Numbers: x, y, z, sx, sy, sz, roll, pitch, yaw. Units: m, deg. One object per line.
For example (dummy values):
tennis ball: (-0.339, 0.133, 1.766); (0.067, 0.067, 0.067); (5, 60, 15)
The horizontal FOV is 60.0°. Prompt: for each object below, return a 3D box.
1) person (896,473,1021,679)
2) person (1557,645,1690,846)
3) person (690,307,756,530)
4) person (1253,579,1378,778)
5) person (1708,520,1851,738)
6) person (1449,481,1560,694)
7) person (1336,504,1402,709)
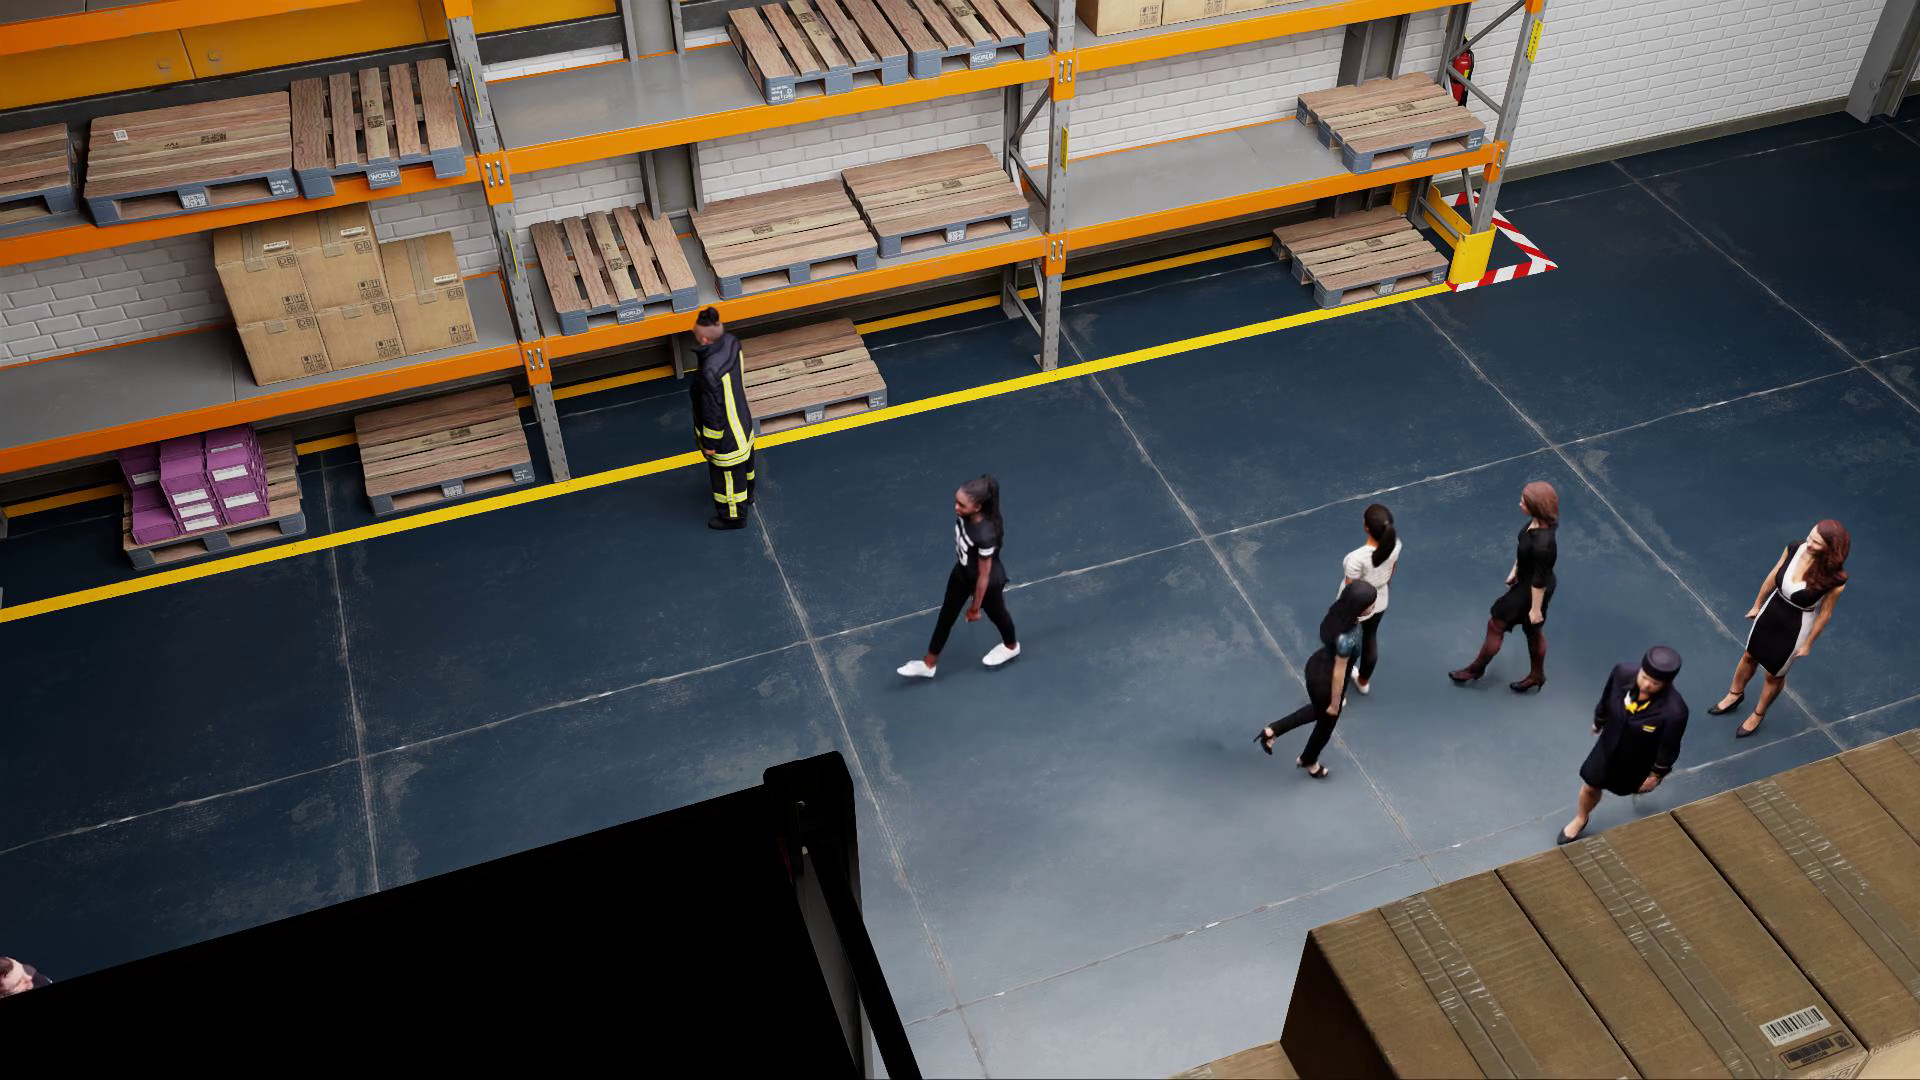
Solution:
person: (0.195, 0.233, 10.681); (1.134, 1.694, 0.706); (-17, 46, -17)
person: (3.969, 1.175, 9.727); (1.069, 1.647, 0.857); (-25, 49, -24)
person: (-1.668, -0.872, 11.715); (0.891, 1.867, 0.875); (8, 44, 9)
person: (2.141, 0.845, 10.020); (0.869, 1.719, 0.760); (7, 44, 7)
person: (5.090, 0.543, 10.282); (0.540, 1.795, 0.614); (-20, 47, -20)
person: (3.719, 0.358, 10.570); (0.972, 1.666, 0.897); (10, 45, 10)
person: (2.546, 0.415, 10.528); (0.510, 1.643, 0.666); (-22, 48, -22)
